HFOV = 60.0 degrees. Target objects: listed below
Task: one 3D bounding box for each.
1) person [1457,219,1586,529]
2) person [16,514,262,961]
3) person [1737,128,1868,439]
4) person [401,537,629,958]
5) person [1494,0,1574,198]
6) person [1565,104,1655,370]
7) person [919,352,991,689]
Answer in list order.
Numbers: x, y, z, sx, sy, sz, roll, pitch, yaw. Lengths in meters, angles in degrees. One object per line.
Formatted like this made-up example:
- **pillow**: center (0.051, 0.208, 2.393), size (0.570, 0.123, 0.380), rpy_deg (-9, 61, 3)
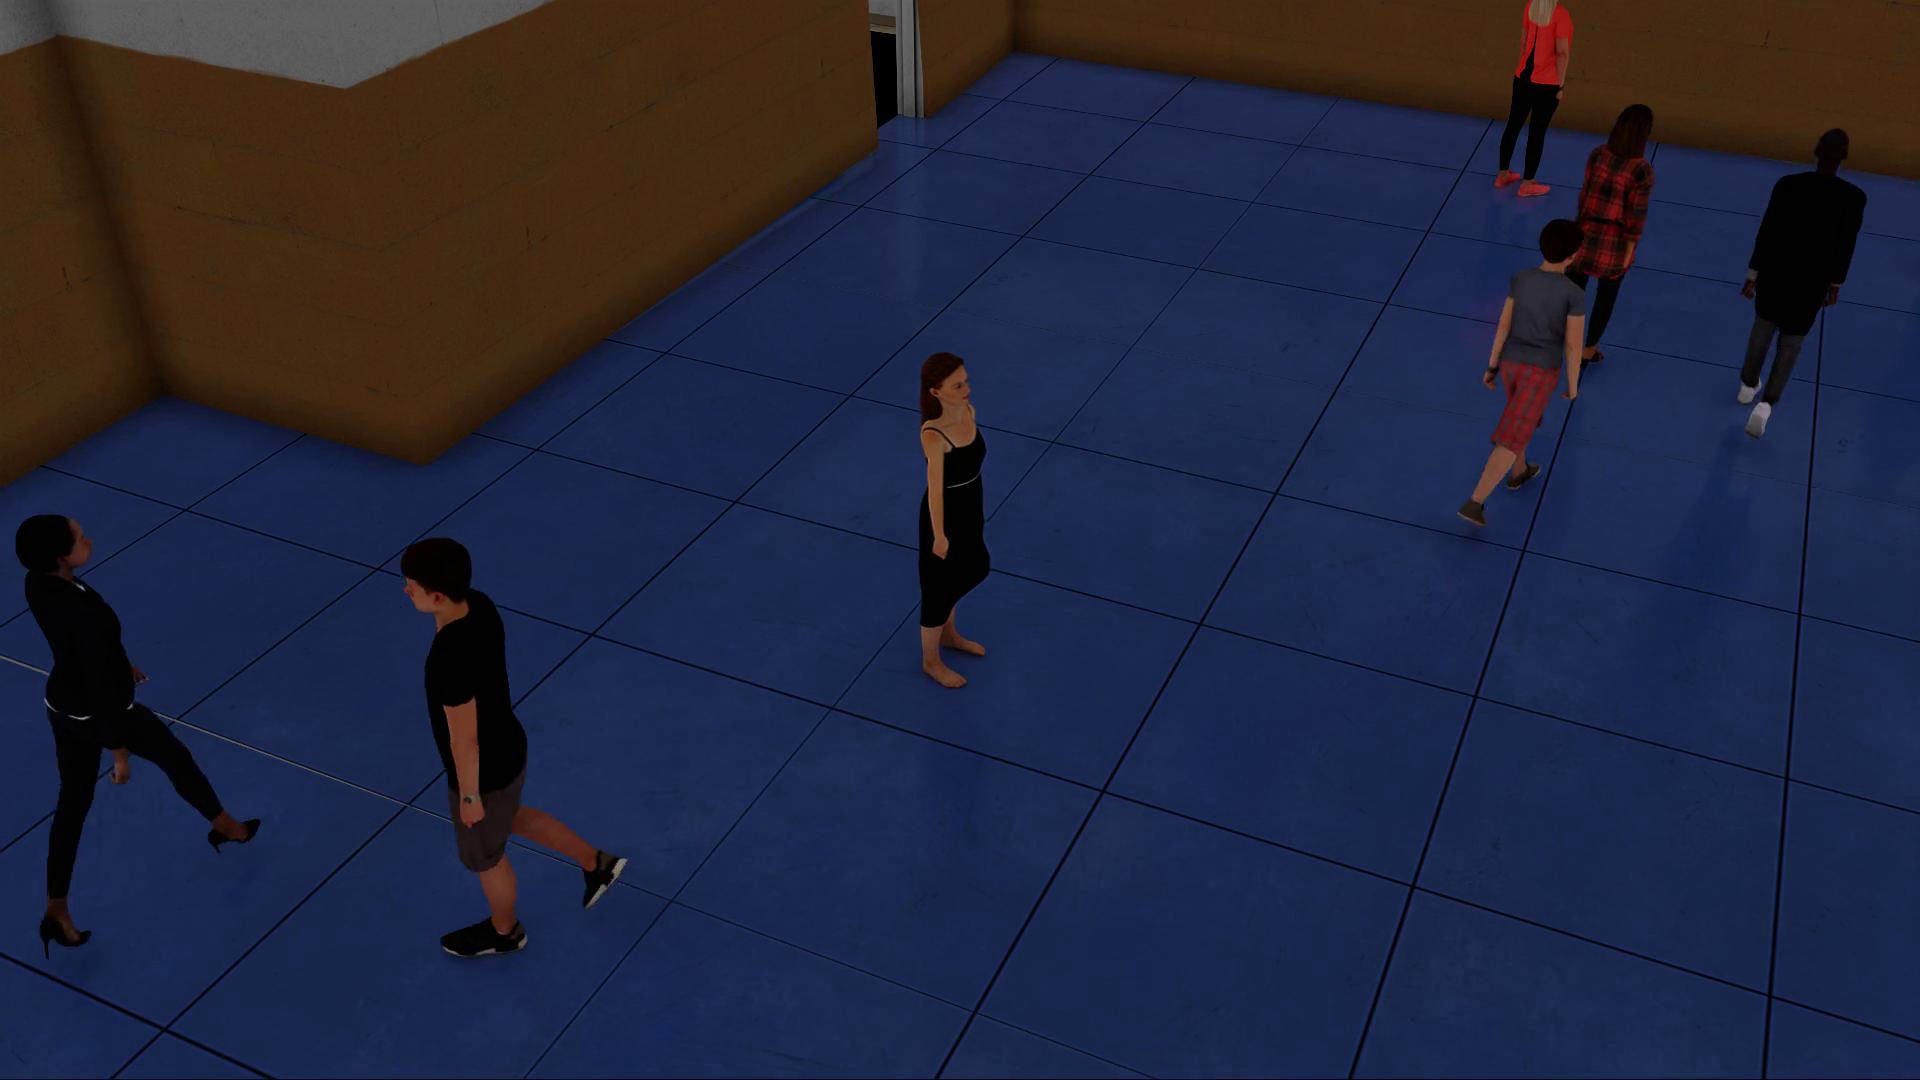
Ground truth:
- **person**: center (2.872, -0.812, 8.541), size (0.934, 1.619, 1.155), rpy_deg (-27, 42, -34)
- **person**: center (-3.214, 0.744, 6.066), size (1.124, 1.782, 0.750), rpy_deg (19, 38, 26)
- **person**: center (4.667, -1.414, 9.356), size (1.081, 1.733, 0.808), rpy_deg (20, 38, 27)
- **person**: center (-1.620, 0.773, 5.962), size (1.089, 1.850, 0.955), rpy_deg (-4, 34, -5)
- **person**: center (4.304, -3.427, 12.416), size (0.736, 1.694, 0.647), rpy_deg (-17, 37, -24)
- **person**: center (3.759, -1.732, 9.877), size (0.911, 1.685, 0.987), rpy_deg (-25, 41, -33)
- **person**: center (-0.051, -0.107, 7.488), size (0.546, 1.624, 0.557), rpy_deg (15, 36, 21)
